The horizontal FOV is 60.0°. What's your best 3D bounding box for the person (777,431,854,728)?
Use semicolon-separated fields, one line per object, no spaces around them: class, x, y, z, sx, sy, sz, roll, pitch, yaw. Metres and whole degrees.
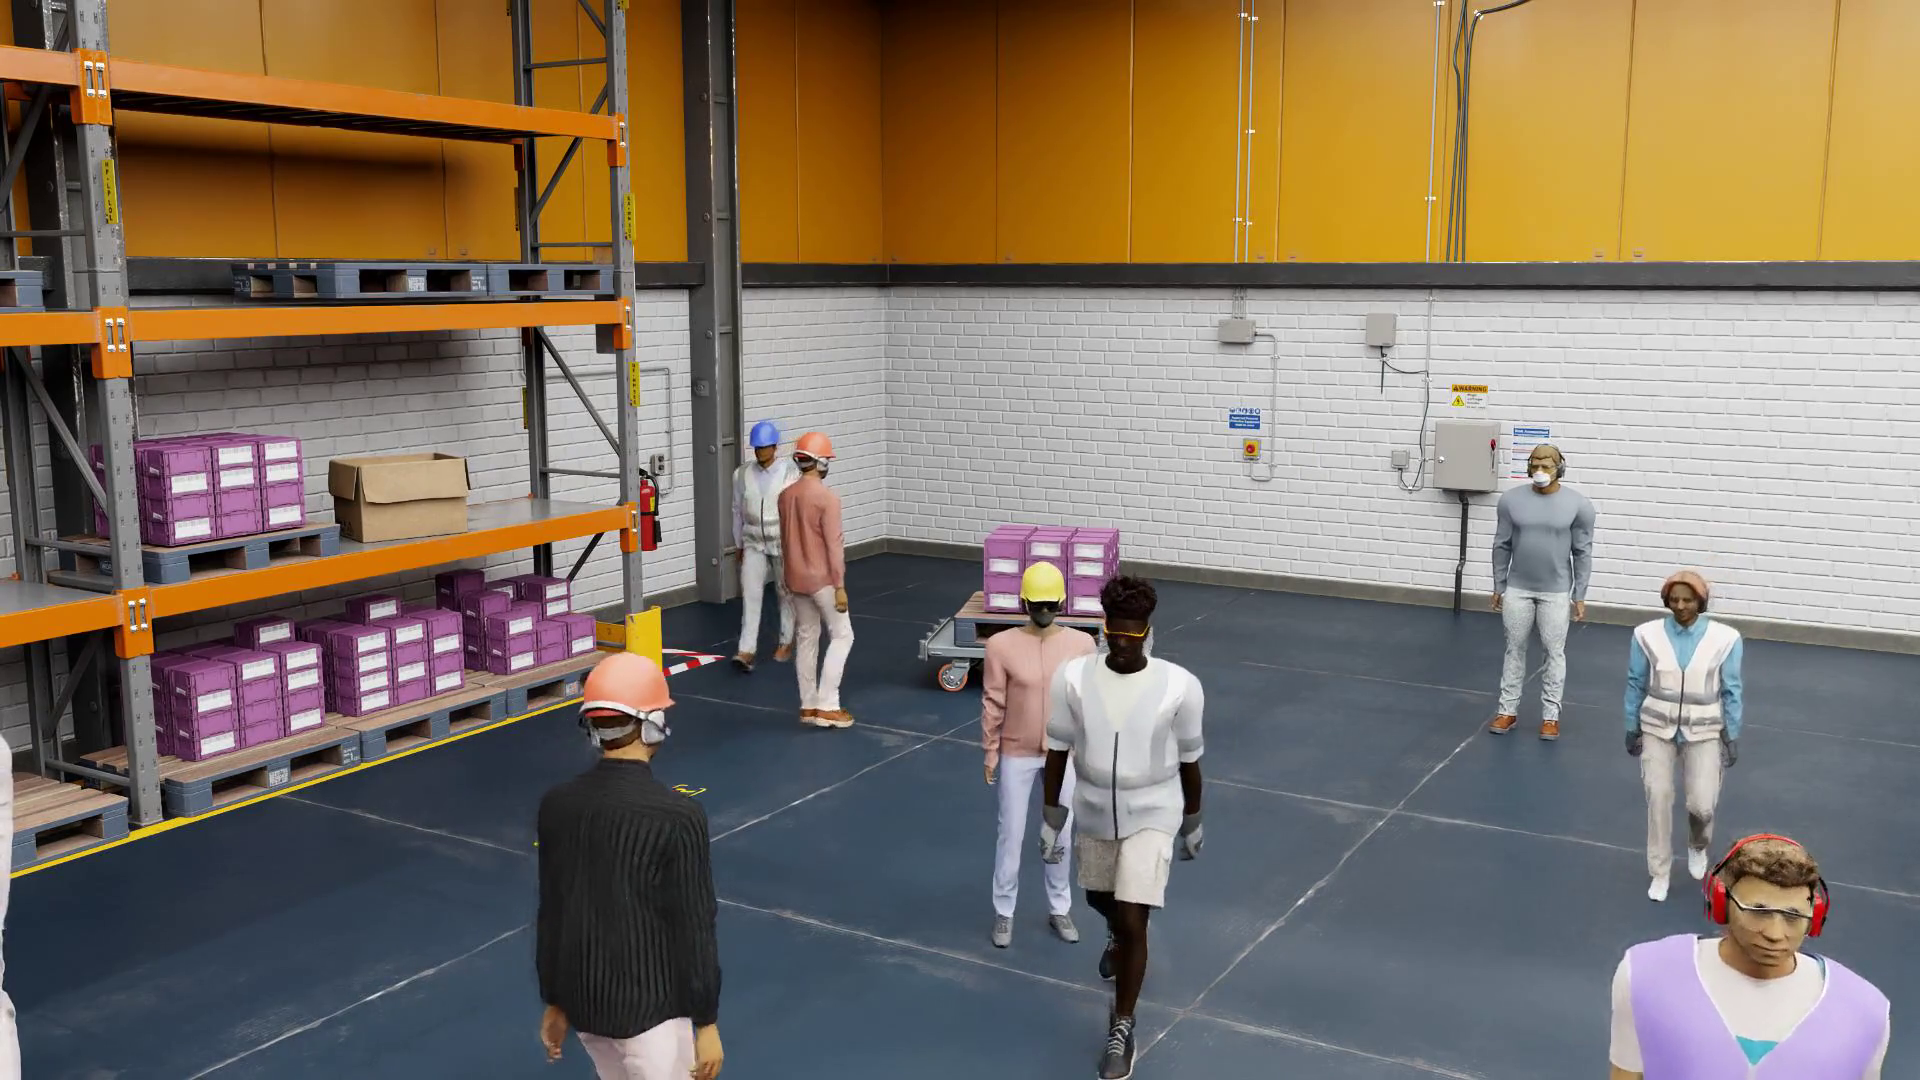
person;-0.962;0.269;11.110;0.430;1.981;0.672;-9;13;-43

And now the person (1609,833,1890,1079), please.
person;1.740;1.521;3.772;0.578;1.832;0.605;3;10;18

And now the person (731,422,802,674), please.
person;-1.479;0.060;12.678;0.639;1.895;0.965;2;9;10

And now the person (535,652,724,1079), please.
person;-1.002;1.320;4.655;0.638;1.960;0.768;6;11;33

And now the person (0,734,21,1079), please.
person;-3.409;1.206;5.510;0.637;1.911;0.403;6;11;31

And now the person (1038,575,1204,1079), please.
person;0.672;1.042;6.579;0.623;1.926;0.980;3;10;20

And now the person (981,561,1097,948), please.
person;0.361;0.962;7.476;0.533;1.765;0.330;-1;9;-8

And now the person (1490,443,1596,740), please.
person;3.781;0.333;10.857;0.627;1.941;0.373;6;11;31

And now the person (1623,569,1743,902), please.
person;3.484;0.938;8.046;0.530;1.623;0.416;5;10;28
